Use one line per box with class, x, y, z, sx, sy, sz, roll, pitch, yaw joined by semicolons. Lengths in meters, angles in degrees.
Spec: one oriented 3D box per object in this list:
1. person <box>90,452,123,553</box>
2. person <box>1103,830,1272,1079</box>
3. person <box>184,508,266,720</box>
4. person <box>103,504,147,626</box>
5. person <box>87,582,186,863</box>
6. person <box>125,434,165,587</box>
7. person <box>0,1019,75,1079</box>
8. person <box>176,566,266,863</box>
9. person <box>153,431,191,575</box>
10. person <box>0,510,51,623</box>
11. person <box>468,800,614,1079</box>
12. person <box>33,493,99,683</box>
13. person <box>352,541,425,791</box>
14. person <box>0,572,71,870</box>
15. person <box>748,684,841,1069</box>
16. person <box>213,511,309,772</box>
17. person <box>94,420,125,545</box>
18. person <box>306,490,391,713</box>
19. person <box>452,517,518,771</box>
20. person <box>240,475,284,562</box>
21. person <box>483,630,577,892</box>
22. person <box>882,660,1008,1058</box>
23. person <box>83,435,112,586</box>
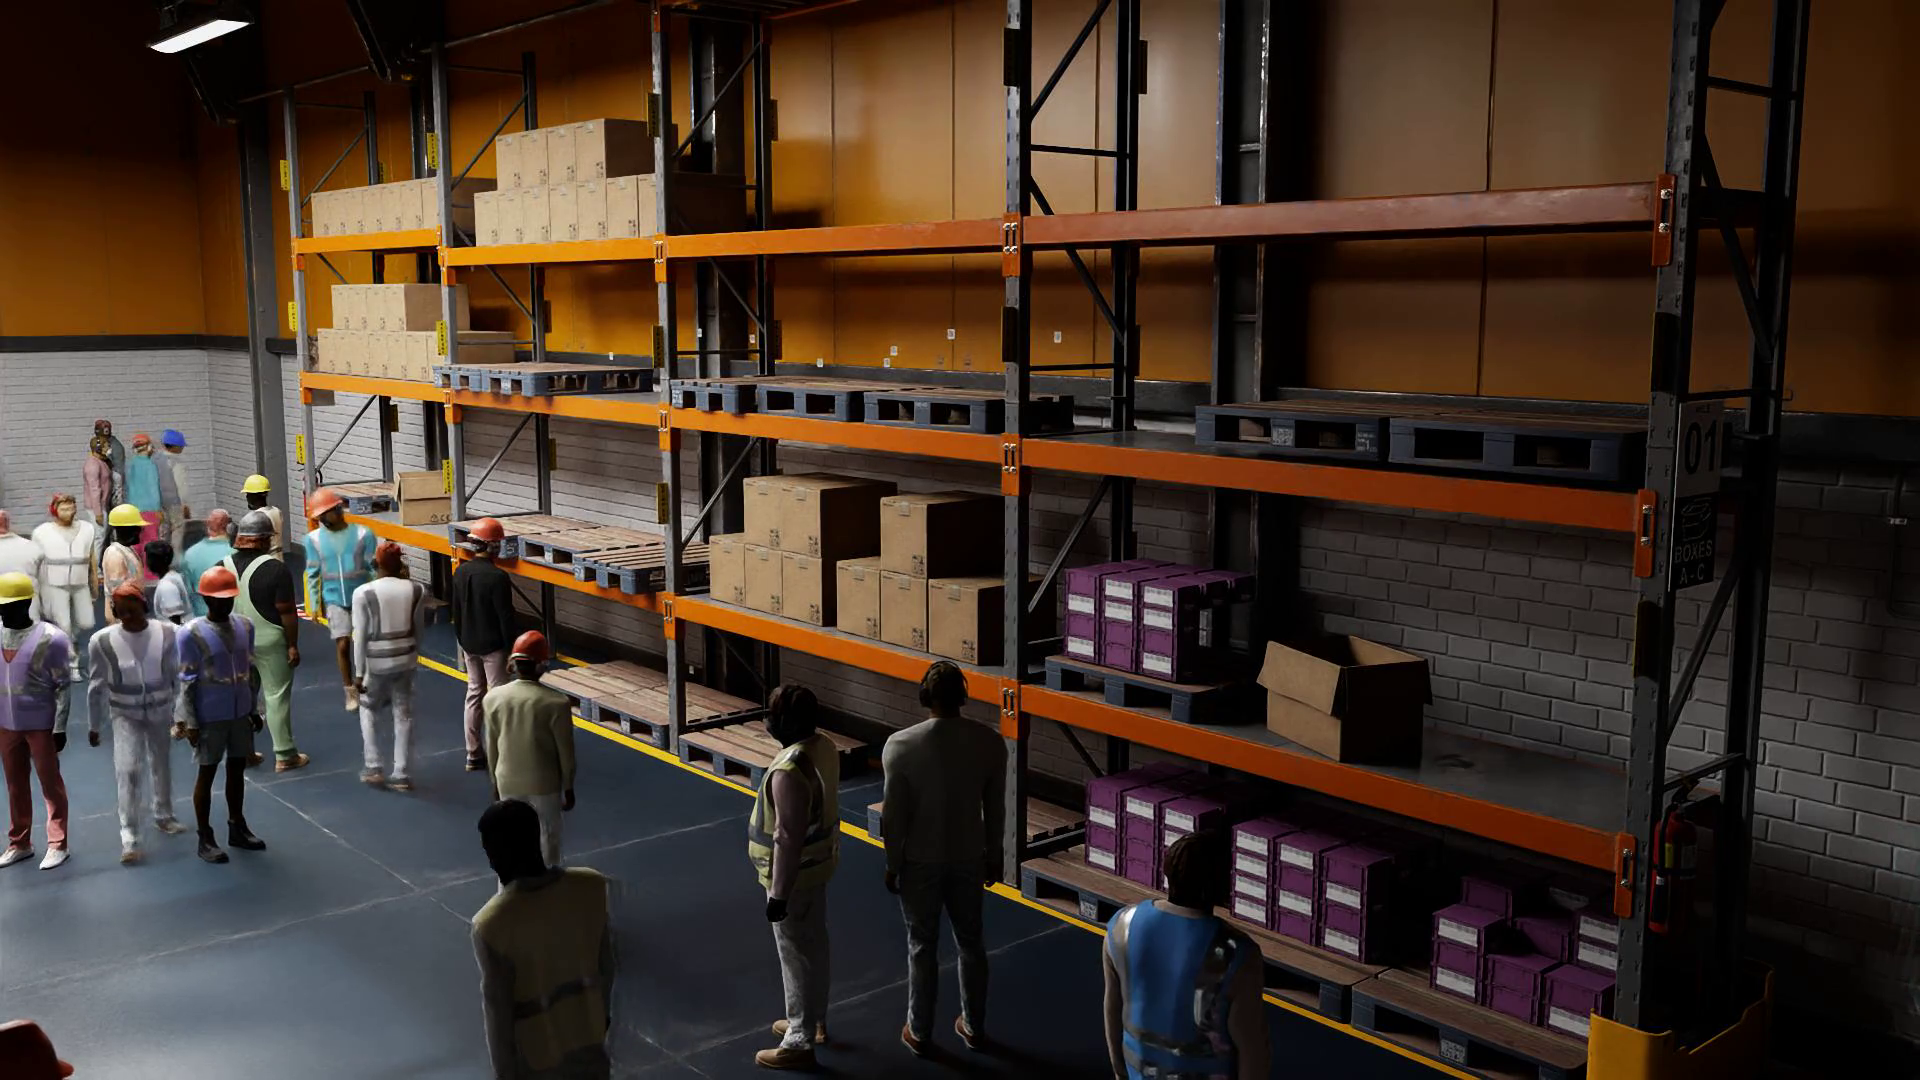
person;-11.168;-0.331;21.732;0.491;1.729;0.323;1;8;9
person;0.802;1.907;5.780;0.631;1.842;0.428;7;11;40
person;-6.282;0.681;14.159;0.662;1.897;0.586;3;9;19
person;-7.089;0.652;14.207;0.369;1.927;0.589;-3;9;-20
person;-5.448;1.169;11.048;0.609;1.822;0.874;-6;10;-34
person;-10.426;-0.374;21.305;0.692;1.952;0.407;6;10;35
person;-2.513;2.138;4.476;0.575;1.749;0.336;4;9;24
person;-4.810;1.124;10.890;0.379;1.937;0.548;5;10;31
person;-10.522;-0.493;22.240;0.695;1.913;0.400;5;10;33
person;-8.202;0.663;14.335;0.793;1.862;0.657;7;11;41
person;-1.524;1.847;6.157;0.668;1.846;1.054;-8;11;-44
person;-8.584;0.445;15.976;0.511;1.828;0.573;7;11;41
person;-4.300;0.930;12.486;0.586;1.861;0.647;-7;11;-40
person;-6.005;1.157;10.693;0.587;1.928;0.362;1;8;5
person;-0.794;1.594;7.961;0.429;1.844;0.626;1;8;10
person;-5.425;0.776;12.950;0.688;2.000;0.536;1;8;10
person;-12.550;-0.815;24.475;0.654;1.906;0.406;6;10;37
person;-5.443;0.544;14.758;0.635;1.992;0.418;-1;8;-7
person;-3.631;0.815;12.841;0.624;1.990;0.396;5;10;34
person;-6.948;0.310;16.586;0.368;1.927;0.587;0;8;1
person;-2.486;1.392;9.712;0.559;1.741;0.361;2;8;13
person;-0.075;1.540;8.051;0.623;1.932;0.367;-3;9;-20
person;-11.065;-0.382;21.395;0.370;1.932;0.626;-3;9;-19
